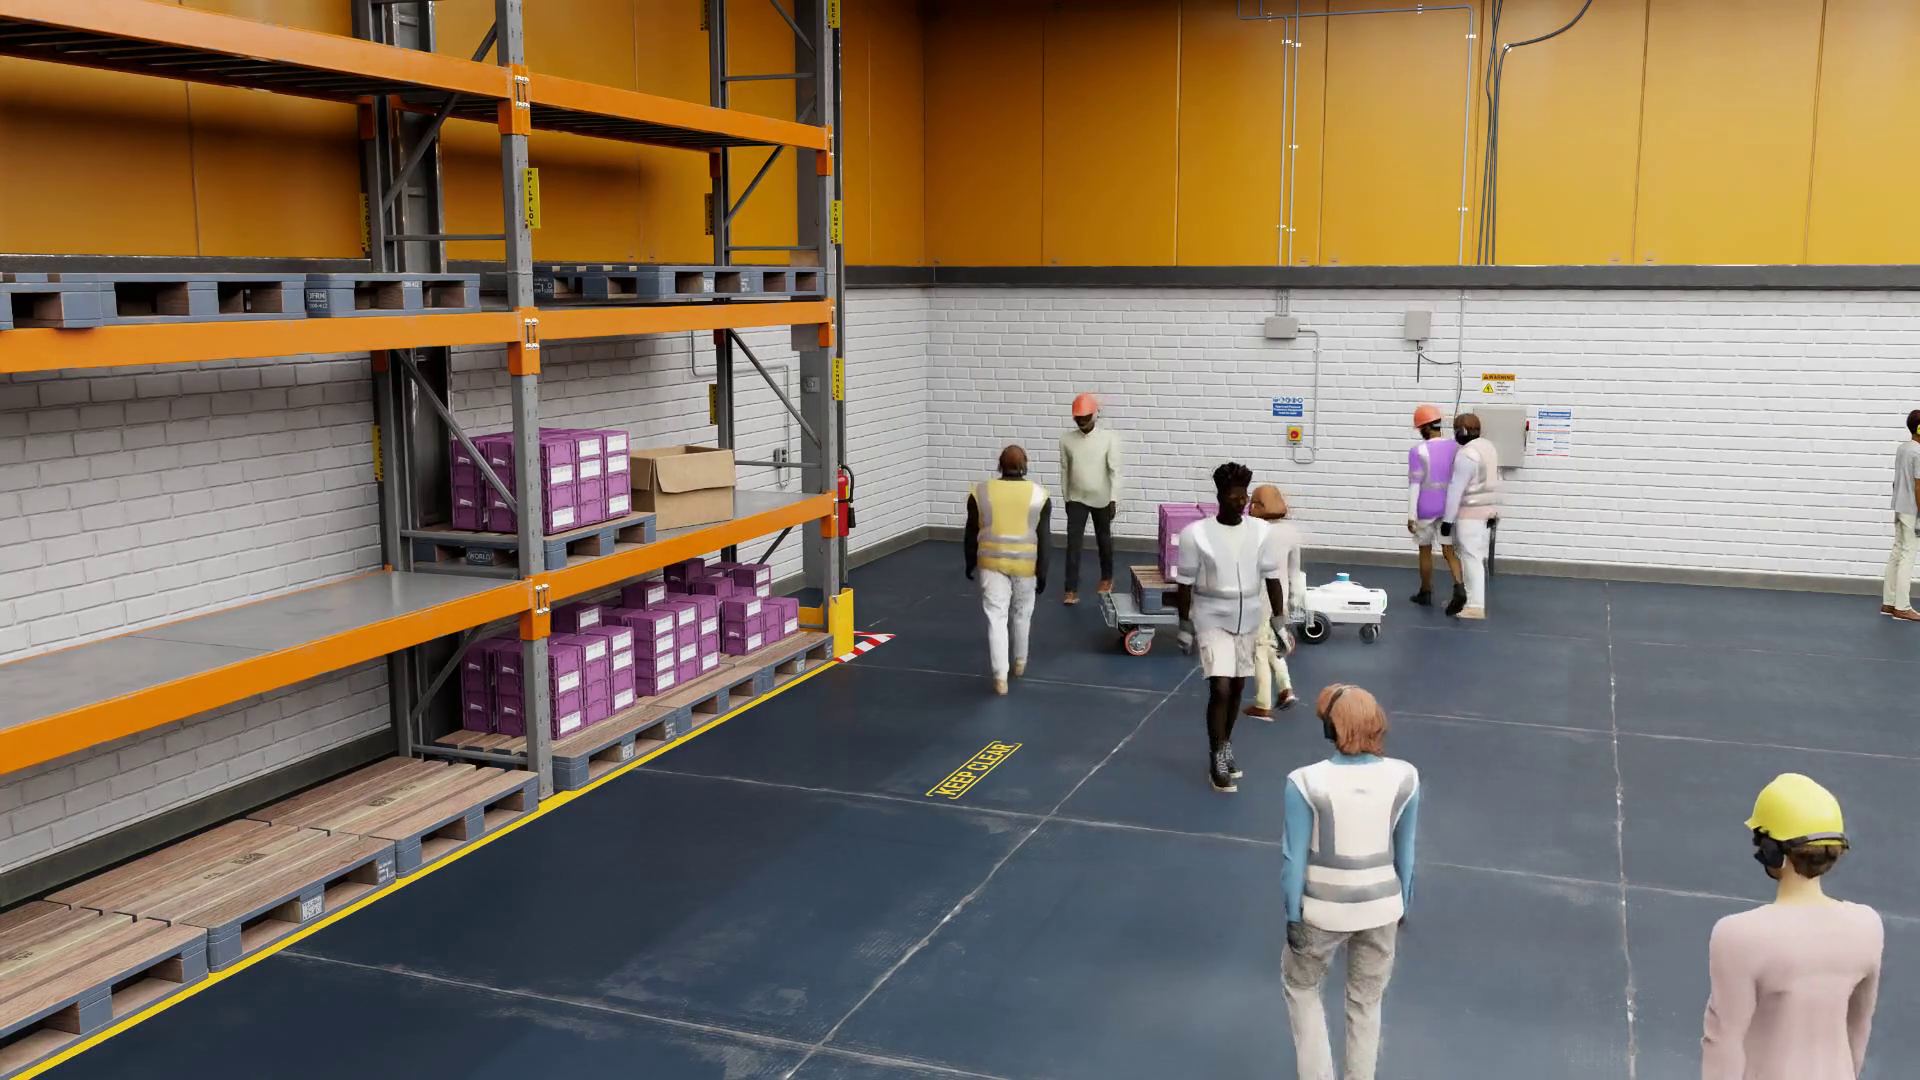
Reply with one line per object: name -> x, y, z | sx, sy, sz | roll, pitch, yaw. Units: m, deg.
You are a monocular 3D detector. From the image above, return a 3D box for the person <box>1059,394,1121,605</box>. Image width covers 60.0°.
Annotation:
person -> 1.227, -0.396, 15.554 | 0.614, 1.947, 1.022 | 3, 9, 17

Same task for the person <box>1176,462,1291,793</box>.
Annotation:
person -> 1.630, 0.511, 9.829 | 0.629, 1.939, 0.766 | -3, 9, -17

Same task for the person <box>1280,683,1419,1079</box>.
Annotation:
person -> 1.357, 1.305, 5.840 | 0.519, 1.627, 0.364 | -1, 9, -8

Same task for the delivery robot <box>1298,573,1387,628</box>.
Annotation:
delivery robot -> 3.174, 0.520, 13.811 | 0.707, 0.478, 0.477 | 1, 9, 8

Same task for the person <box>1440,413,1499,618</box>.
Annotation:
person -> 4.491, -0.222, 14.838 | 0.629, 1.812, 0.699 | 7, 11, 38

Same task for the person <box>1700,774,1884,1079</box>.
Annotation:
person -> 2.133, 1.466, 4.424 | 0.543, 1.745, 0.599 | -2, 9, -12

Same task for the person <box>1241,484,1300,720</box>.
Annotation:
person -> 2.065, 0.425, 11.362 | 0.504, 1.624, 0.339 | -7, 11, -36

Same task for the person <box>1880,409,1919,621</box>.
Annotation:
person -> 8.409, -0.228, 14.679 | 0.316, 1.874, 0.518 | 1, 9, 9

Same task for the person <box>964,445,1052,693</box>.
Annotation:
person -> 0.352, 0.194, 12.284 | 0.635, 1.795, 0.959 | 0, 9, 1

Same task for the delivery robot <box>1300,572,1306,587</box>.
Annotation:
delivery robot -> 2.701, 0.410, 14.500 | 0.707, 0.478, 0.477 | -8, 12, -43

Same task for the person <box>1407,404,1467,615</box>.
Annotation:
person -> 4.316, -0.268, 14.963 | 0.574, 1.886, 0.884 | -2, 9, -10
